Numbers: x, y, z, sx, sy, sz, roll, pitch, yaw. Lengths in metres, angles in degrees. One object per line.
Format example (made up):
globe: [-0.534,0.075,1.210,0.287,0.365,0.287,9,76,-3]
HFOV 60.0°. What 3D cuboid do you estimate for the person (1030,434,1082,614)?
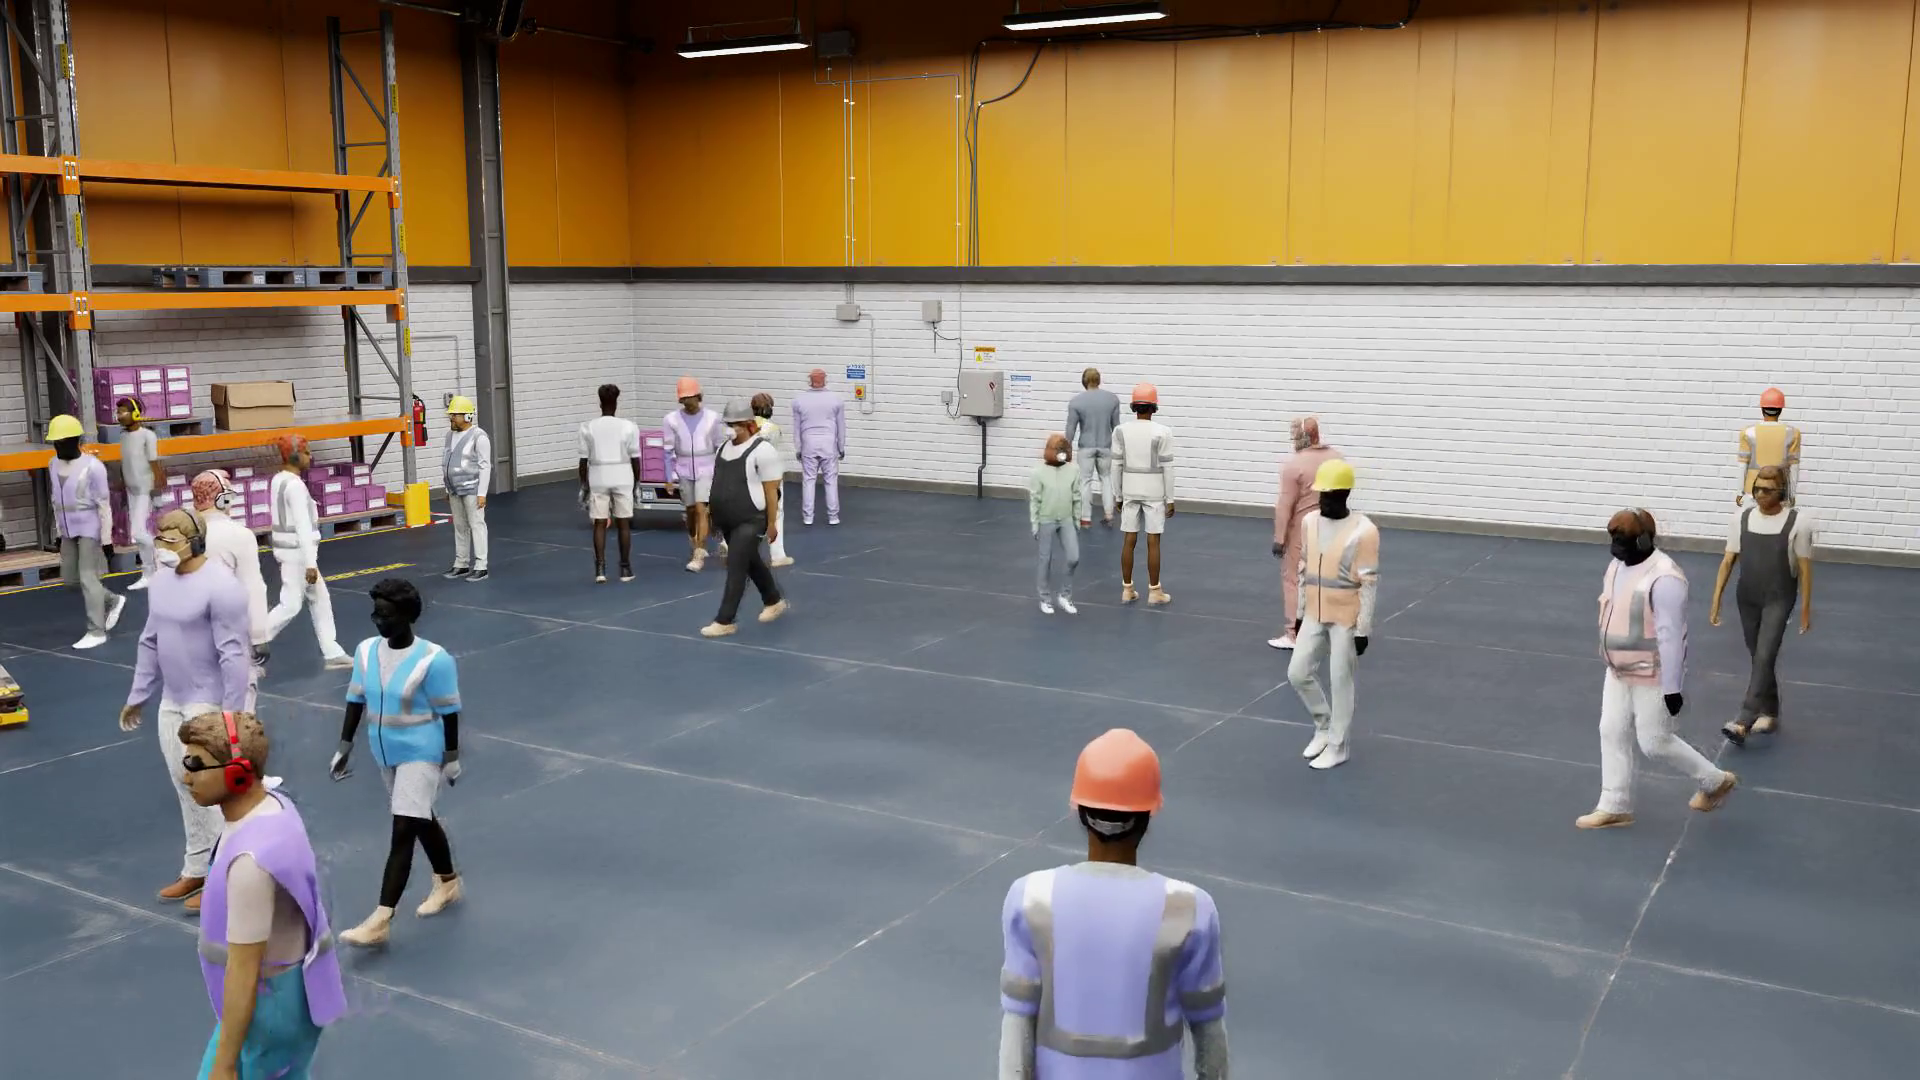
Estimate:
person: [0.858,-0.130,14.753,0.517,1.617,0.495,-3,10,-18]

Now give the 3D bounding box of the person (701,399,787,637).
person: [-1.836,-0.250,14.184,0.694,2.000,1.022,9,13,44]

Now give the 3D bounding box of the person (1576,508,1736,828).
person: [3.802,0.707,9.003,0.748,1.804,0.638,-1,9,-8]

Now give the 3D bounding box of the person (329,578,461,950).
person: [-2.588,1.001,7.559,0.539,1.653,0.859,5,10,29]

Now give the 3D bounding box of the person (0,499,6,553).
person: [-7.942,-0.052,13.182,0.625,1.967,0.501,-2,9,-12]

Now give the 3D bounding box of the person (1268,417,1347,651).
person: [2.811,-0.049,13.416,0.695,1.891,0.403,-4,10,-26]

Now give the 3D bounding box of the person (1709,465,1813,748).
person: [5.131,0.422,10.729,0.961,1.793,0.538,-8,12,-40]

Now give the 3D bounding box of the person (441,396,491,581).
person: [-4.896,-0.509,16.442,0.588,1.834,0.403,6,11,34]

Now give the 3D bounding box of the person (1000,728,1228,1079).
person: [0.395,1.416,4.264,0.566,1.882,0.994,2,9,12]

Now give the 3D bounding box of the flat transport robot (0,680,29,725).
flat transport robot: [-6.921,1.066,11.476,0.652,0.197,1.431,-7,11,-37]

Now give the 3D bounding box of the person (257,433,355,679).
person: [-5.041,0.119,12.495,0.927,1.850,0.586,-5,11,-30]

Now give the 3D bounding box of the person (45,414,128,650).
person: [-7.111,-0.085,13.547,0.630,1.909,0.618,4,10,24]

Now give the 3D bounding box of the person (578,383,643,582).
person: [-3.435,-0.559,16.366,0.613,1.970,0.366,-1,9,-6]

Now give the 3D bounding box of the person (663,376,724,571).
person: [-2.740,-0.715,17.256,0.612,2.001,0.955,0,9,-2]

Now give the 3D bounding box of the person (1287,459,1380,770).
person: [2.261,0.457,10.140,0.416,1.915,0.609,-7,11,-37]

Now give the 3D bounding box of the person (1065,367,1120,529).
person: [1.574,-1.090,19.776,0.671,1.927,0.434,-2,9,-14]

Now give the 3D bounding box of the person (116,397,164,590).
person: [-7.880,-0.439,15.936,0.506,1.859,0.394,6,11,34]

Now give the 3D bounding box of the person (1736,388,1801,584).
person: [7.774,-0.491,16.035,0.550,1.938,0.400,4,10,23]

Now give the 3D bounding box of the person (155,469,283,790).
person: [-4.295,0.540,9.671,0.644,1.907,0.400,2,9,13]

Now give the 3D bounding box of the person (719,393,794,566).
person: [-2.085,-0.603,17.078,0.638,1.821,0.766,8,12,41]

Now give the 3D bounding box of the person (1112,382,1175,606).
person: [1.685,-0.418,15.212,0.608,2.048,0.365,5,10,28]

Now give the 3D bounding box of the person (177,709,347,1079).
person: [-2.011,1.375,4.720,0.519,1.827,0.583,-5,10,-27]

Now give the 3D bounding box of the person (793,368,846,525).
person: [-1.682,-1.116,20.037,0.635,1.900,0.403,0,9,0]

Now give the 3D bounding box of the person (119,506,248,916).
person: [-3.694,0.800,7.981,0.649,1.934,0.442,6,11,34]
